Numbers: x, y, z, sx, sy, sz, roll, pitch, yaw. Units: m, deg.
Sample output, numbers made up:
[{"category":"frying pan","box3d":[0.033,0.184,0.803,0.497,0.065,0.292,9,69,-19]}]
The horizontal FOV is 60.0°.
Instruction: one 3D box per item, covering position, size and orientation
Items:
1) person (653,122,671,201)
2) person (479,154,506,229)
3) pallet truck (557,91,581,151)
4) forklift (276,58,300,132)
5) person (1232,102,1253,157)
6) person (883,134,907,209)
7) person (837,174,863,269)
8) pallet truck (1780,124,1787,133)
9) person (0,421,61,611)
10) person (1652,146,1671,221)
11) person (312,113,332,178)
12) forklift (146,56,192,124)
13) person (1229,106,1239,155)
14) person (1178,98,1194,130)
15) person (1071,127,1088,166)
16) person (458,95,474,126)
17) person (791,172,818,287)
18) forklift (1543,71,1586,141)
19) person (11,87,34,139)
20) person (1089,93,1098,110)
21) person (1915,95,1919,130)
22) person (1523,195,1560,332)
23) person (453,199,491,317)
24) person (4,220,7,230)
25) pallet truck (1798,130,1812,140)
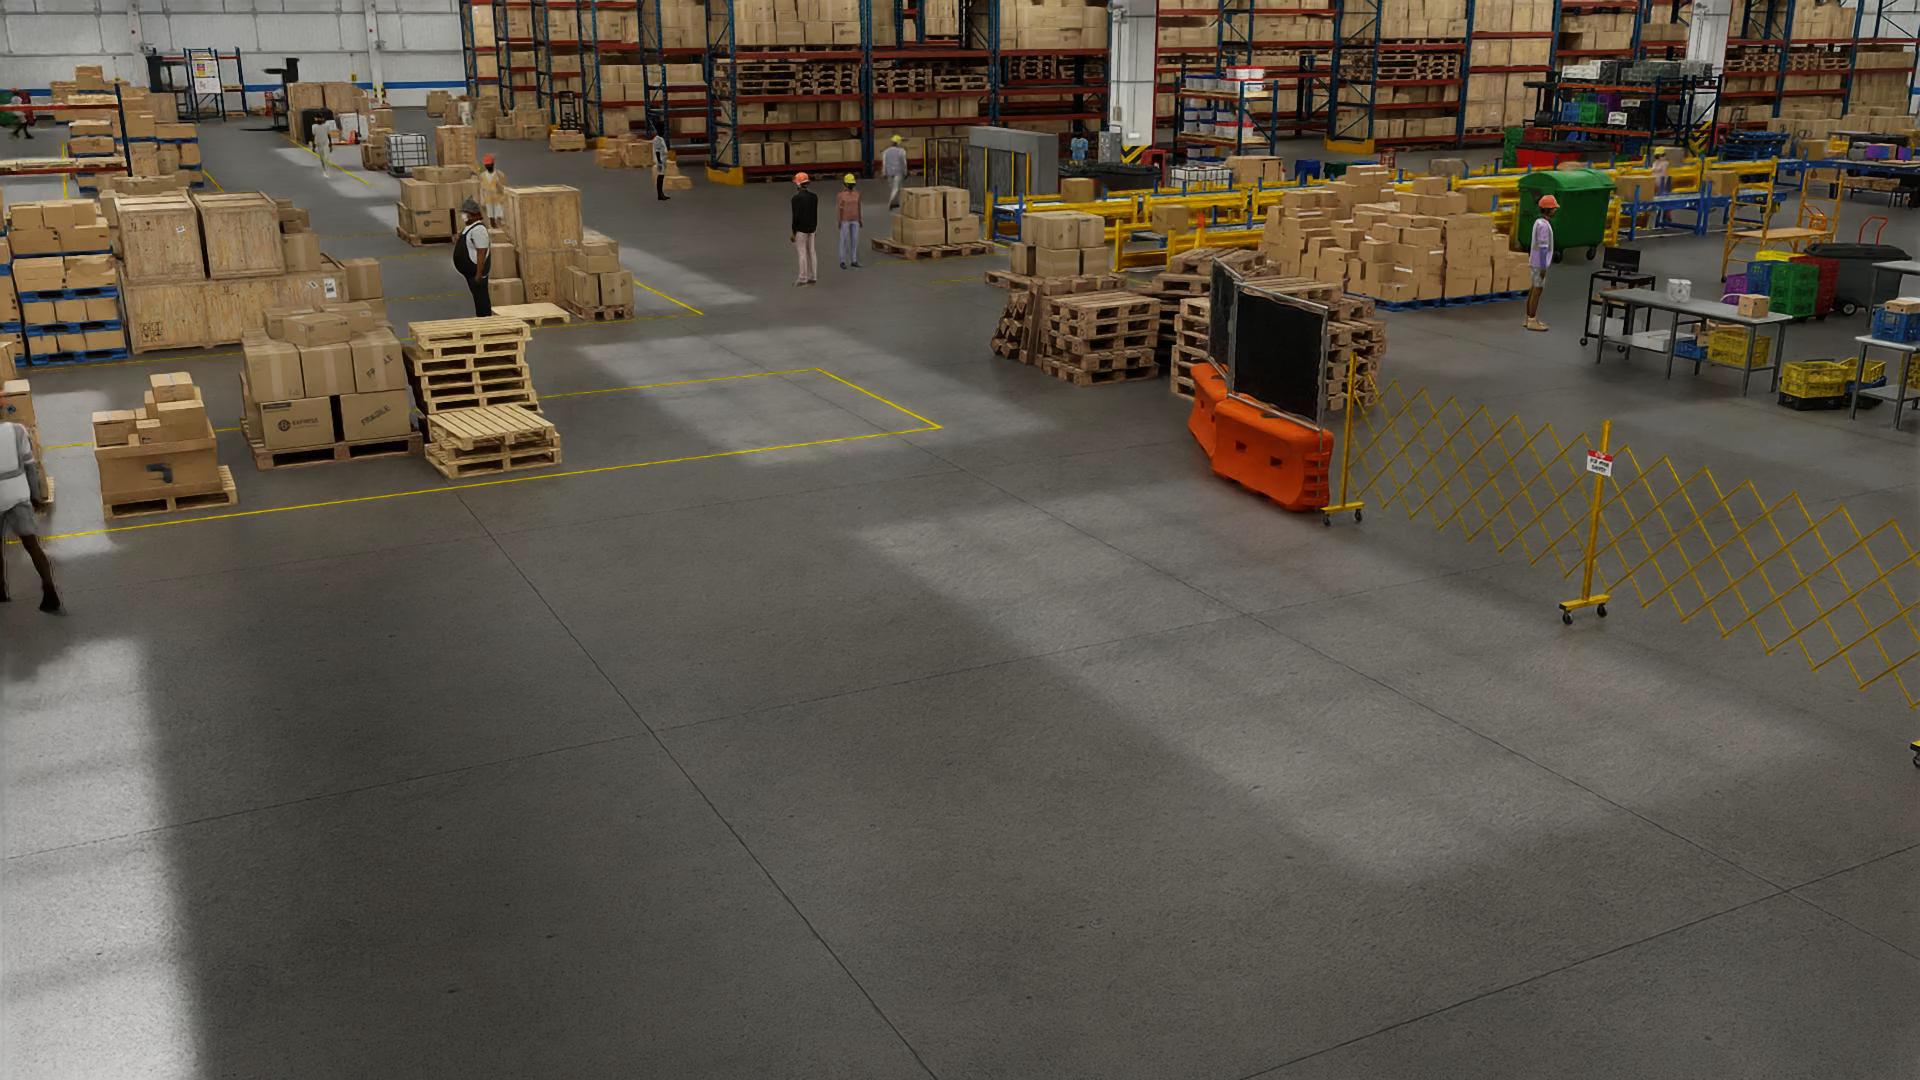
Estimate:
[{"category":"person","box3d":[-7.607,-9.626,42.318,0.367,1.966,0.607,0,18,-1]},{"category":"person","box3d":[-9.458,-6.842,33.704,0.576,1.924,0.400,3,18,9]},{"category":"pallet truck","box3d":[-13.495,-14.412,57.188,0.823,1.965,1.885,-3,18,-9]},{"category":"forklift","box3d":[-26.251,-17.613,65.743,1.873,2.768,1.129,-9,20,-26]},{"category":"person","box3d":[8.979,-12.903,52.666,0.659,1.886,0.717,-7,19,-22]},{"category":"person","box3d":[-1.601,-8.948,40.478,0.592,1.801,0.762,6,19,19]},{"category":"person","box3d":[-2.070,-6.017,31.389,0.532,1.767,0.328,-12,21,-33]},{"category":"pallet truck","box3d":[25.206,-12.542,52.601,1.601,1.201,0.680,0,18,-2]},{"category":"person","box3d":[-7.737,-0.344,13.513,0.993,1.895,0.565,13,22,35]},{"category":"person","box3d":[15.956,-8.106,37.974,0.893,1.725,0.533,-6,19,-19]},{"category":"person","box3d":[-18.486,-11.449,48.218,0.524,1.842,0.874,-3,18,-11]},{"category":"forklift","box3d":[-32.961,-18.471,68.420,1.873,2.768,1.129,-1,18,-2]},{"category":"person","box3d":[9.218,-13.714,55.691,0.501,1.575,0.898,-6,19,-19]},{"category":"person","box3d":[9.019,-17.232,66.280,0.712,1.804,0.626,-8,20,-24]},{"category":"person","box3d":[3.182,-10.192,44.512,0.537,1.698,0.320,14,22,36]},{"category":"person","box3d":[-18.319,-15.649,61.636,0.558,1.615,0.563,-14,23,-38]},{"category":"person","box3d":[-2.747,-5.456,29.272,0.381,1.994,0.614,13,22,35]},{"category":"forklift","box3d":[18.685,-13.231,52.085,1.873,2.768,1.129,-9,20,-26]},{"category":"person","box3d":[-35.075,-15.914,62.041,0.569,1.893,0.674,13,22,35]},{"category":"person","box3d":[5.544,-18.140,69.295,0.315,1.696,0.540,-16,24,-41]},{"category":"person","box3d":[36.987,-16.484,63.732,0.607,1.943,0.403,0,18,1]},{"category":"person","box3d":[8.860,-4.213,25.312,0.370,2.047,0.612,3,18,10]},{"category":"person","box3d":[-7.291,-4.074,24.889,0.537,2.000,0.678,-8,19,-24]},{"category":"person","box3d":[-20.235,-7.137,34.727,0.329,1.865,0.507,3,18,10]},{"category":"pallet truck","box3d":[25.526,-11.556,49.408,1.630,1.274,0.653,-9,20,-26]}]
